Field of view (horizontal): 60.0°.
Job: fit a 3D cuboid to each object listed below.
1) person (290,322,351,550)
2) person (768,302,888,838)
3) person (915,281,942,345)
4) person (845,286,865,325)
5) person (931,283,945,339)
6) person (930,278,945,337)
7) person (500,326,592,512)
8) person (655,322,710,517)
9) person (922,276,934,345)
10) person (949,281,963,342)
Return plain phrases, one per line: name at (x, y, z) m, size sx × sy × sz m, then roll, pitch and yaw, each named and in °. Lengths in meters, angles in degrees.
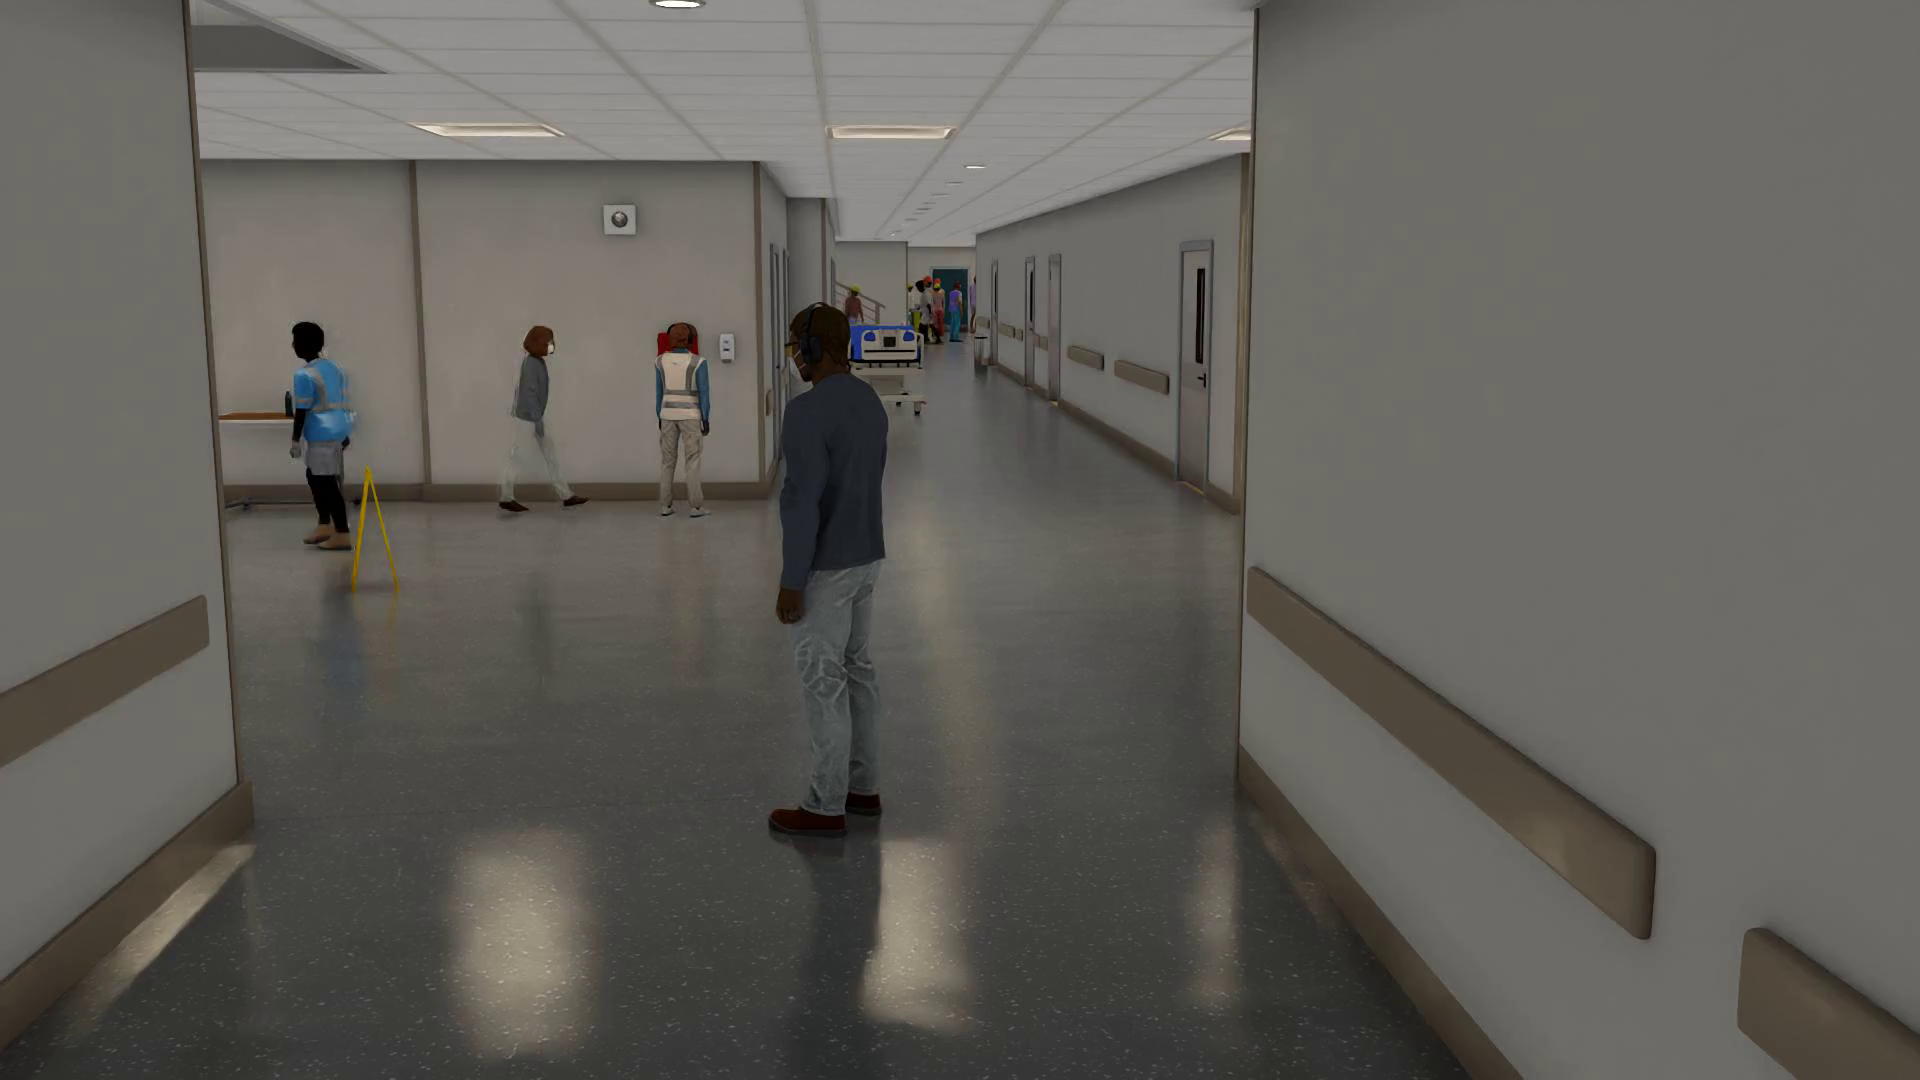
person at (-4.741, -0.756, 12.199) m, size 0.570 × 1.675 × 0.561 m, roll 1°, pitch 9°, yaw 5°
person at (-0.468, 0.105, 6.069) m, size 0.382 × 1.929 × 0.634 m, roll 3°, pitch 10°, yaw 20°
person at (-1.009, -6.526, 47.820) m, size 1.061 × 1.895 × 0.692 m, roll -1°, pitch 9°, yaw -8°
person at (-2.834, -6.029, 45.186) m, size 0.648 × 1.734 × 0.521 m, roll 7°, pitch 12°, yaw 39°
person at (-0.720, -7.239, 52.658) m, size 0.523 × 1.772 × 0.299 m, roll -4°, pitch 10°, yaw -23°
person at (-0.739, -7.602, 54.457) m, size 0.540 × 1.930 × 0.387 m, roll -3°, pitch 10°, yaw -21°
person at (-3.565, -1.018, 14.141) m, size 0.834 × 1.582 × 0.510 m, roll 0°, pitch 9°, yaw 3°
person at (-2.331, -1.004, 13.960) m, size 0.512 × 1.630 × 0.318 m, roll 3°, pitch 10°, yaw 20°
person at (-0.950, -6.676, 48.413) m, size 0.377 × 1.995 × 0.608 m, roll 1°, pitch 9°, yaw 8°
person at (-0.129, -6.918, 50.438) m, size 0.376 × 1.836 × 0.564 m, roll -6°, pitch 11°, yaw -34°
